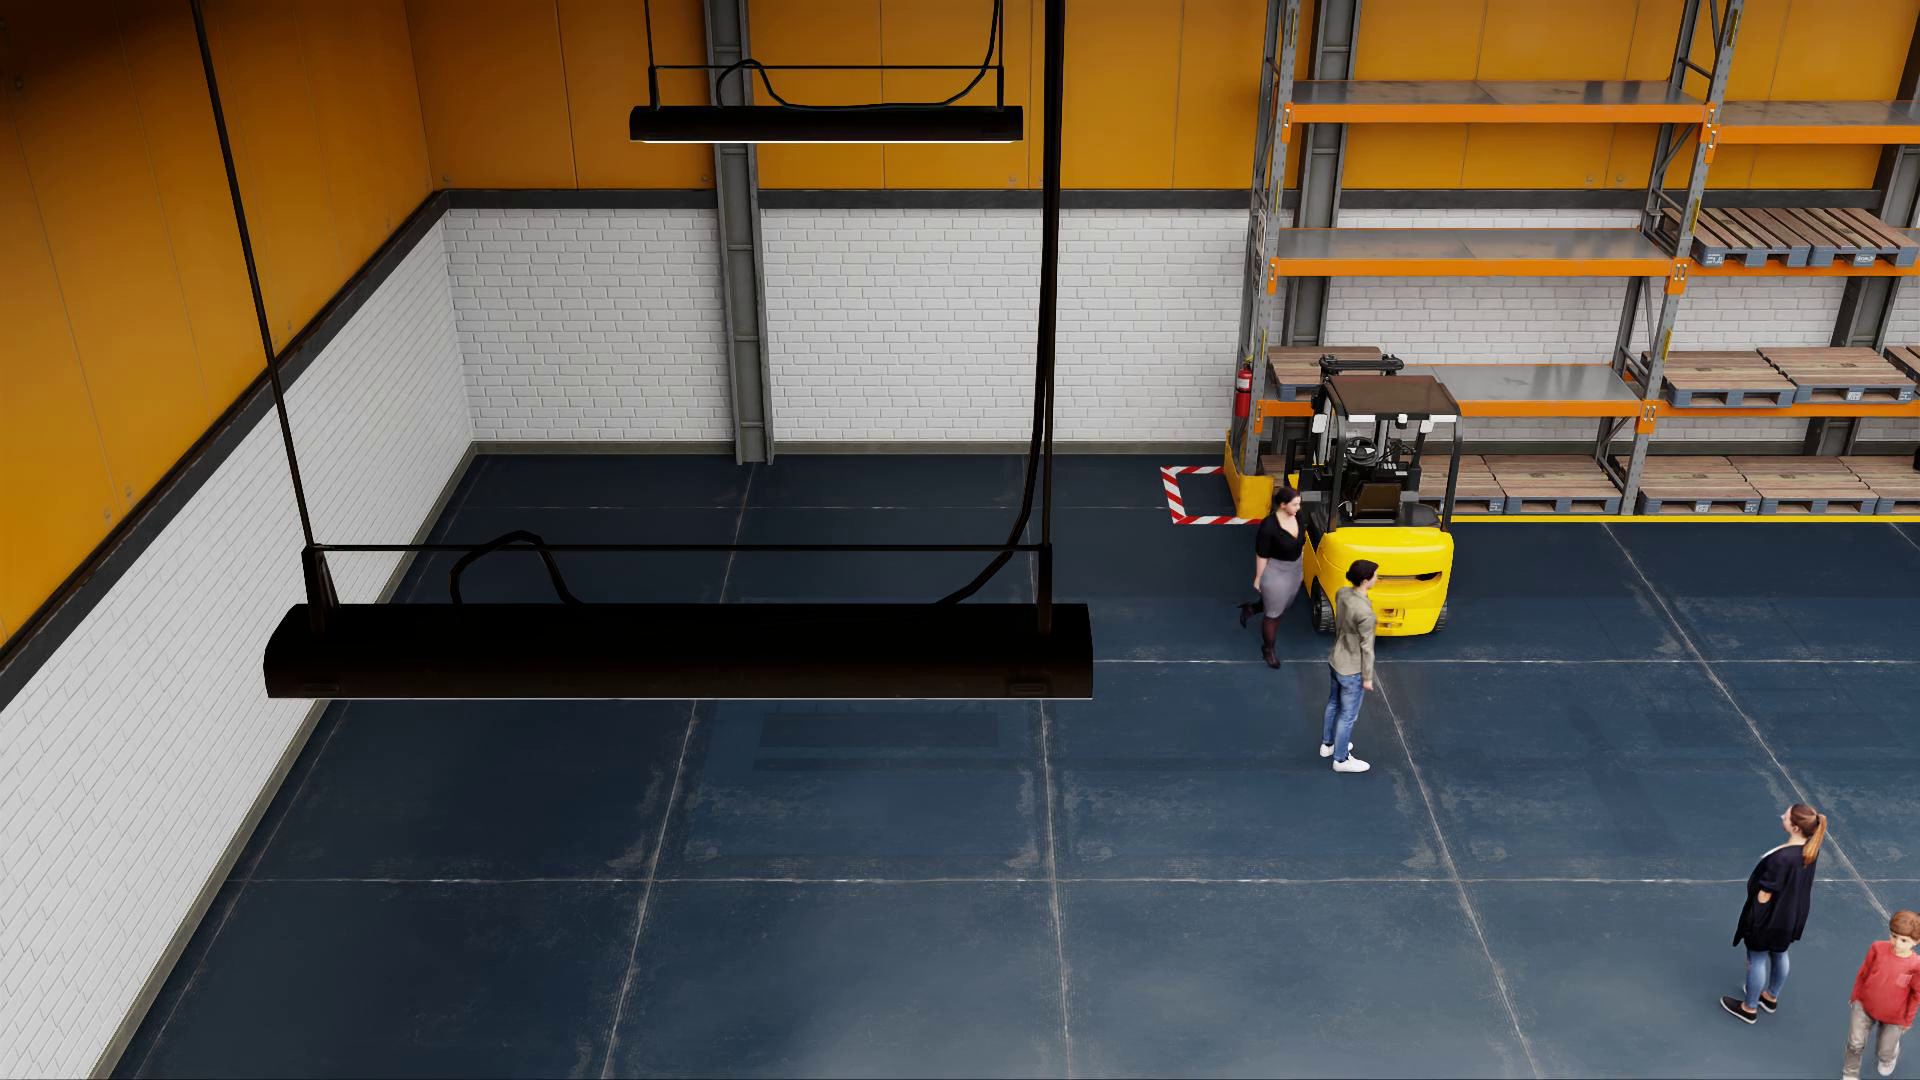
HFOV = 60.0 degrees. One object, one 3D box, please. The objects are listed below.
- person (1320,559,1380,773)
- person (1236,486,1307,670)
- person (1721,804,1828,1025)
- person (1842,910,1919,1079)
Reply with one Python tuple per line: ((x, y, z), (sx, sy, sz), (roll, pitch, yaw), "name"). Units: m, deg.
((3.090, 0.988, 13.230), (0.674, 1.868, 0.755), (-6, 29, -12), "person")
((2.738, 0.272, 14.681), (0.986, 1.735, 1.020), (-20, 35, -32), "person")
((5.323, 2.419, 10.800), (0.649, 1.683, 0.772), (-14, 31, -23), "person")
((5.733, 2.859, 10.290), (0.858, 1.400, 0.783), (-23, 36, -35), "person")
